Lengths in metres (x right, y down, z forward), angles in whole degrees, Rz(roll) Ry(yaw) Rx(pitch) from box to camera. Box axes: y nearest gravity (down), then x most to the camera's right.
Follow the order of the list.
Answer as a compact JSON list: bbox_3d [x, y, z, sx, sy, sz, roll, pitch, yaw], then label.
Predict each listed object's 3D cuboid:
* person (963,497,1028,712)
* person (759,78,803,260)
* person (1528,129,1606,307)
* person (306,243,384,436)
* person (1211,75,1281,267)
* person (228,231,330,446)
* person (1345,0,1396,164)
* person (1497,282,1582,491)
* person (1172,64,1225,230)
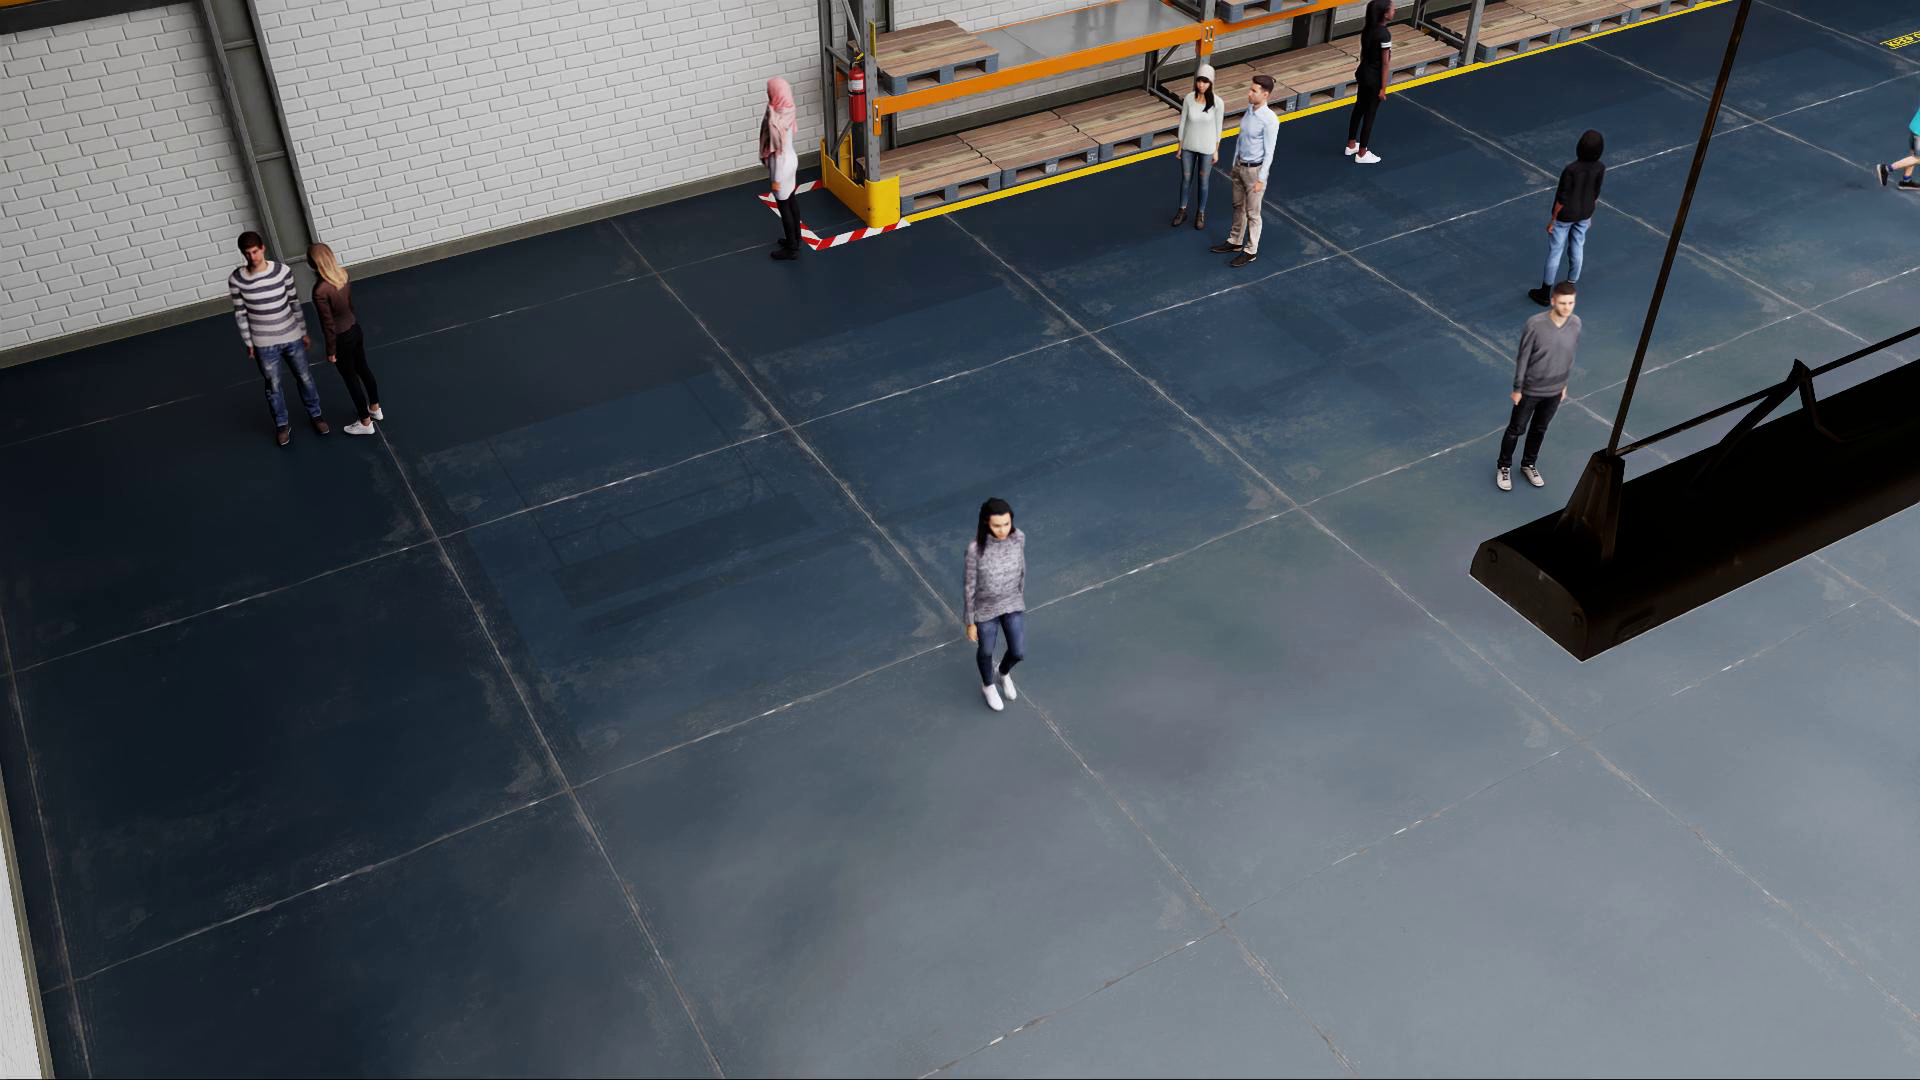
[{"bbox_3d":[0.203,0.383,10.911,0.581,1.718,0.729,-13,40,-15],"label":"person"},{"bbox_3d":[-1.667,-3.508,15.715,0.787,1.803,0.726,10,40,12],"label":"person"},{"bbox_3d":[5.539,-2.914,15.053,0.582,1.701,0.700,-6,39,-8],"label":"person"},{"bbox_3d":[-4.973,-1.635,13.448,0.706,1.704,0.672,5,39,7],"label":"person"},{"bbox_3d":[2.740,-3.497,15.665,0.611,1.848,0.647,-17,42,-20],"label":"person"},{"bbox_3d":[-5.486,-1.647,13.344,0.491,1.854,0.724,-16,41,-19],"label":"person"},{"bbox_3d":[4.316,-4.826,17.425,0.615,1.729,0.655,-11,40,-14],"label":"person"},{"bbox_3d":[4.487,-1.200,12.858,0.606,1.761,0.748,-6,39,-7],"label":"person"},{"bbox_3d":[2.331,-3.849,16.269,0.640,1.645,0.693,11,40,13],"label":"person"}]
